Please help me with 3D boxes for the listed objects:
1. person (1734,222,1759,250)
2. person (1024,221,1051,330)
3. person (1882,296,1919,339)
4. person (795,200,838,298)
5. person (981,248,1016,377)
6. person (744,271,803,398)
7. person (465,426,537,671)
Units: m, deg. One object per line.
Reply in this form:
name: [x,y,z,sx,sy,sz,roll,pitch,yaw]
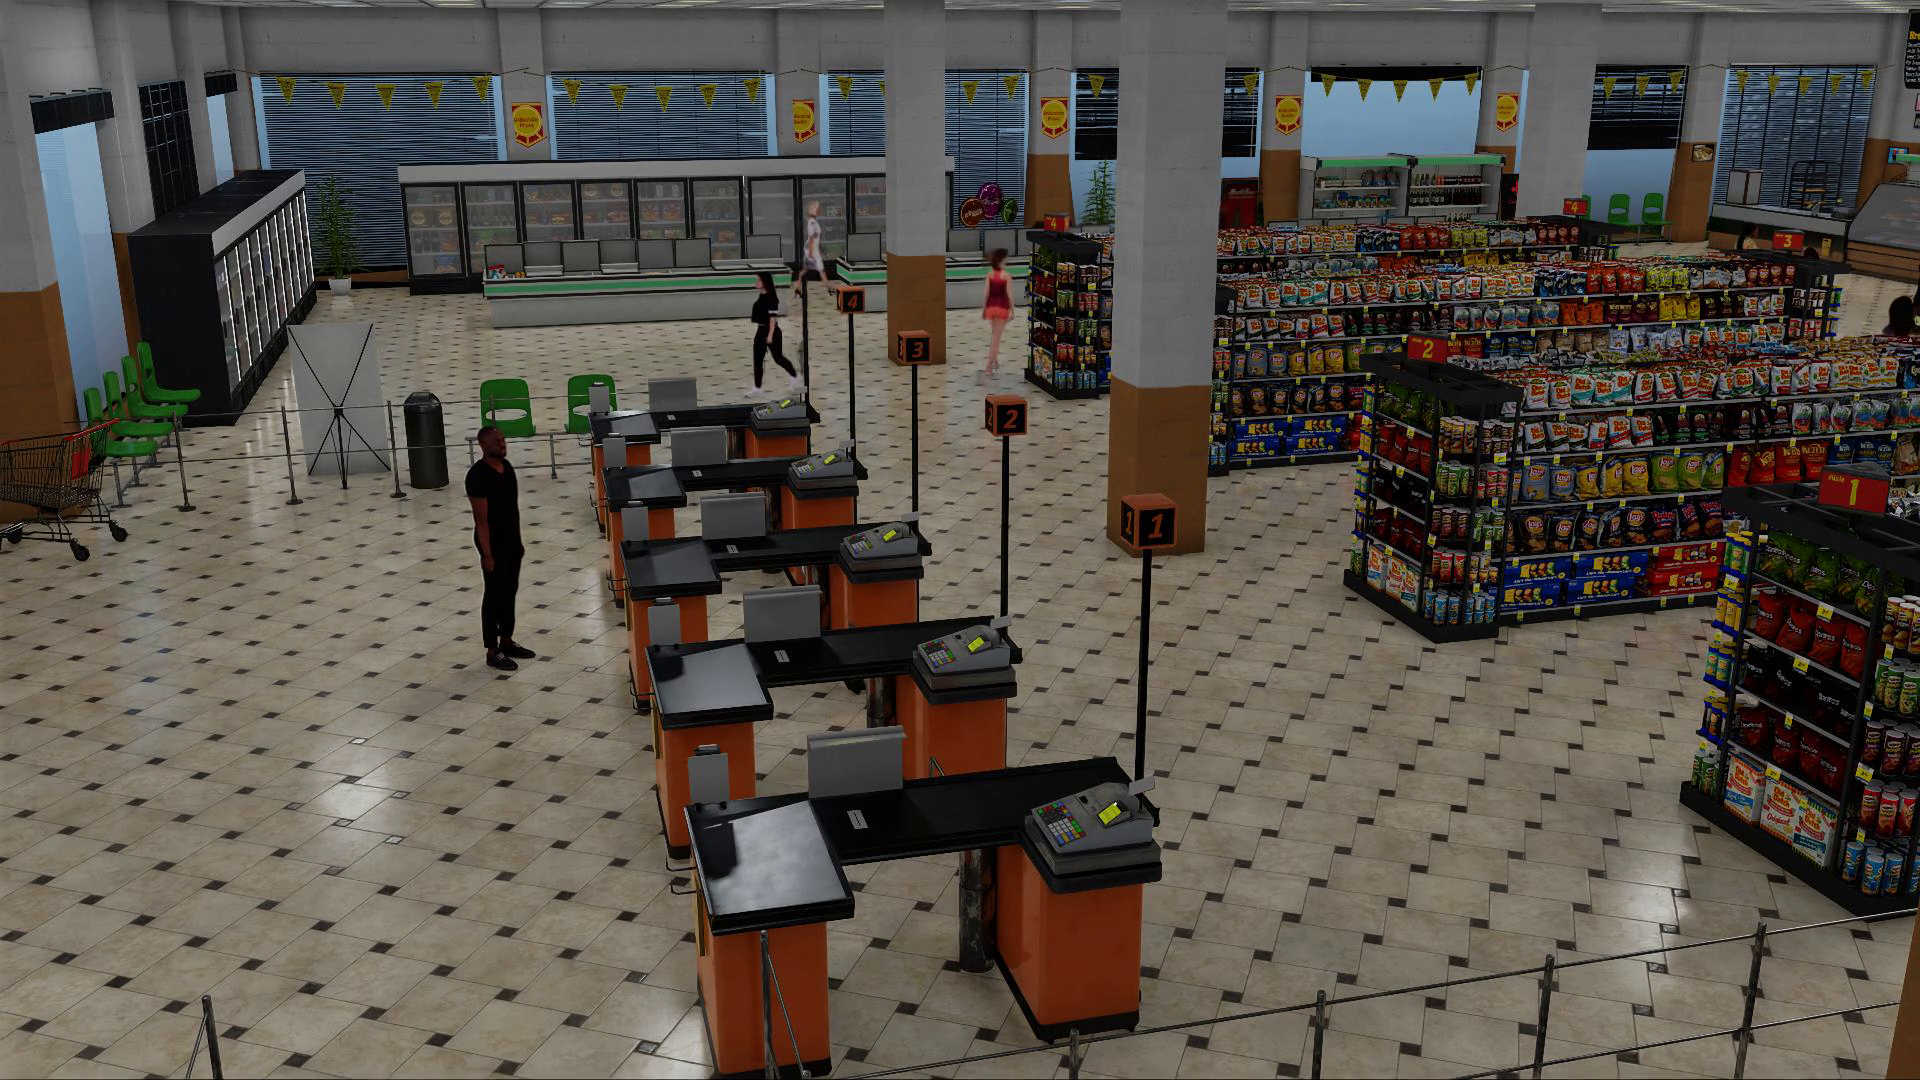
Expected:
person: [12.101,-4.020,25.714,0.512,1.791,0.590,-4,17,-14]
person: [1.335,-3.713,24.464,0.728,1.930,0.782,-9,19,-27]
person: [10.685,-1.887,18.918,1.117,1.660,0.819,-1,17,-4]
person: [-2.714,-5.132,29.535,1.064,1.700,0.619,-3,17,-10]
person: [0.483,-3.118,22.850,0.876,1.730,0.939,8,19,24]
person: [-2.398,-2.652,21.523,1.160,1.609,0.872,-12,21,-35]
person: [-3.414,0.039,12.298,0.741,1.819,0.747,5,18,15]
